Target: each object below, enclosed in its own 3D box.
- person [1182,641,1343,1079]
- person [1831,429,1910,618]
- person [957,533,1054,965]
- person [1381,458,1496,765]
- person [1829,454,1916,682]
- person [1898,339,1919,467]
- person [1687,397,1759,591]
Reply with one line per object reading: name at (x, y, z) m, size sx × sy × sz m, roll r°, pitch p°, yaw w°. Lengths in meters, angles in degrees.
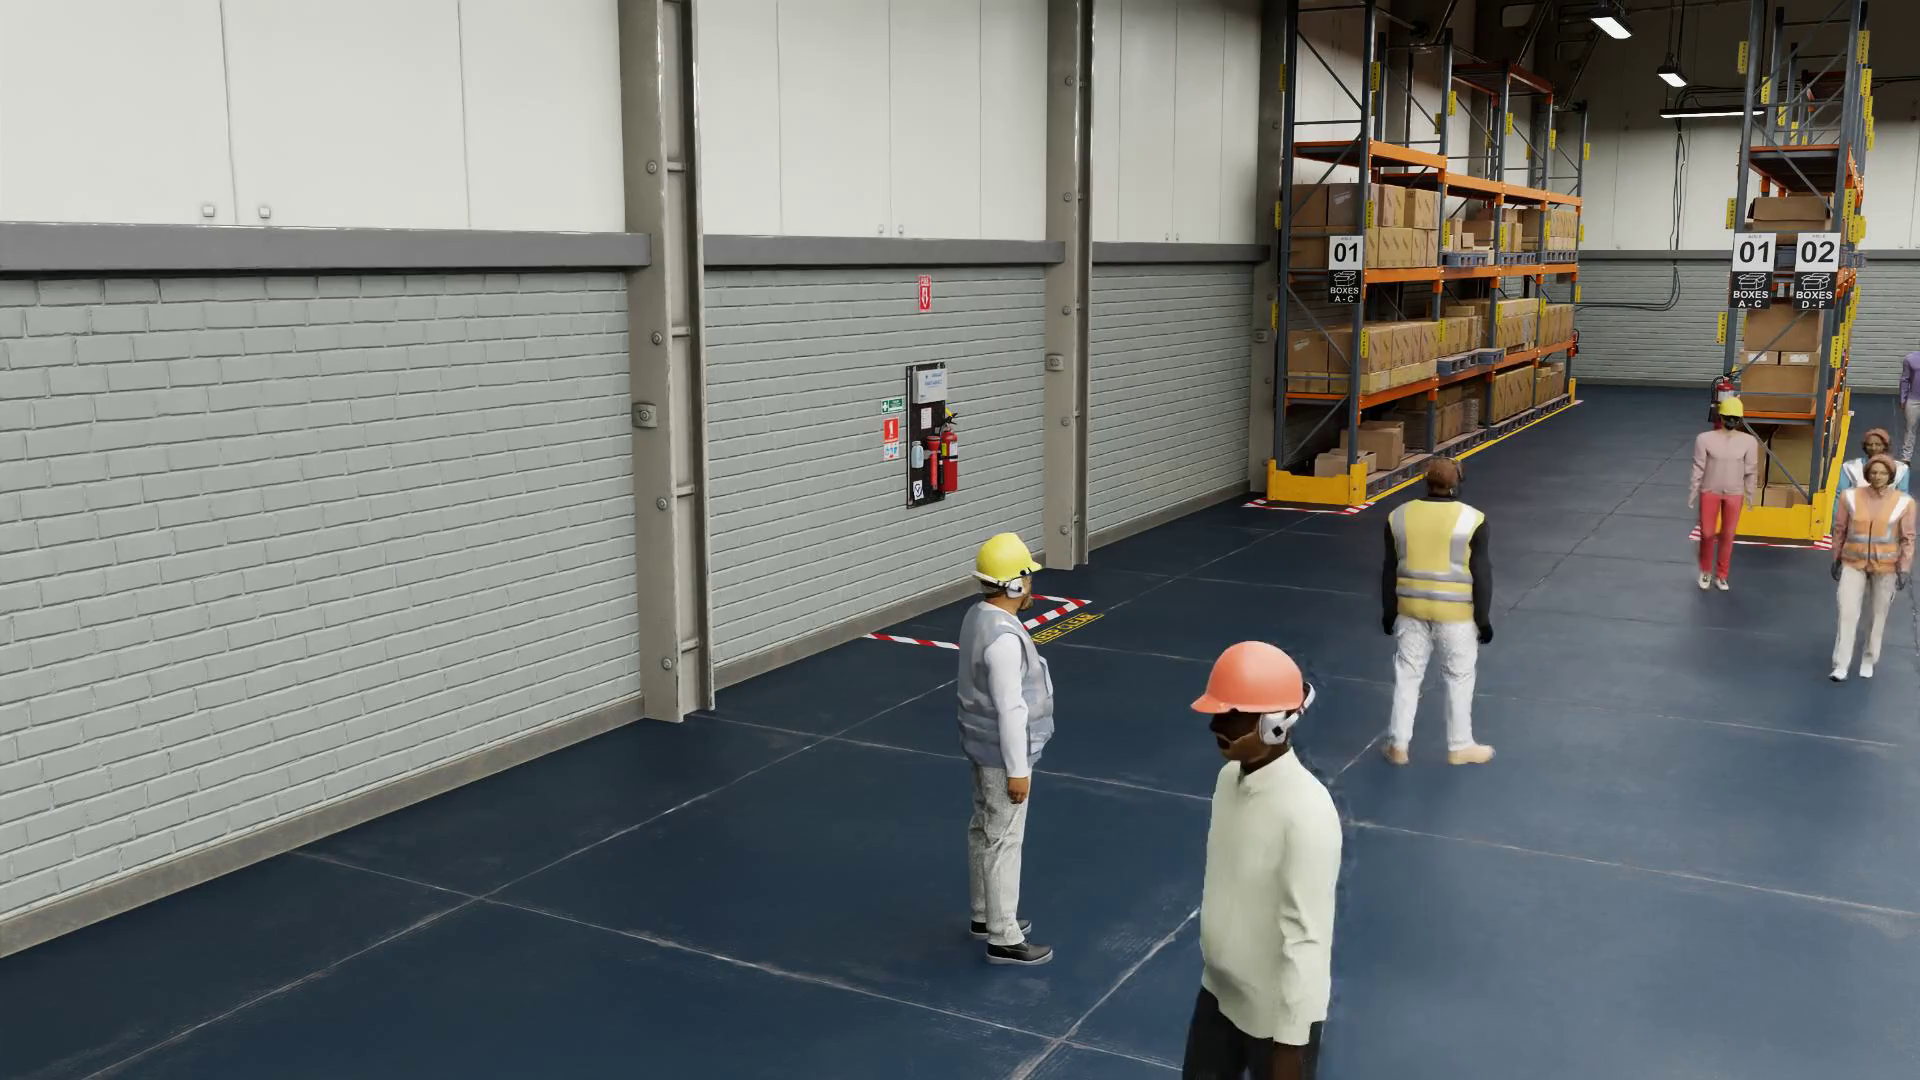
person at (0.906, 1.238, 4.616) m, size 0.841 × 1.967 × 0.614 m, roll -3°, pitch 10°, yaw -18°
person at (7.287, -0.076, 13.342) m, size 0.532 × 1.607 × 0.784 m, roll 6°, pitch 11°, yaw 30°
person at (0.196, 0.879, 7.090) m, size 0.404 × 1.837 × 0.593 m, roll -2°, pitch 10°, yaw -12°
person at (2.808, 0.432, 9.782) m, size 0.670 × 1.826 × 0.466 m, roll 7°, pitch 12°, yaw 36°
person at (6.335, 0.215, 11.600) m, size 0.526 × 1.602 × 0.803 m, roll 7°, pitch 12°, yaw 35°
person at (13.521, -1.950, 23.352) m, size 0.633 × 1.940 × 0.368 m, roll 9°, pitch 13°, yaw 41°
person at (6.813, -0.404, 14.852) m, size 0.559 × 1.749 × 0.474 m, roll 2°, pitch 10°, yaw 14°
